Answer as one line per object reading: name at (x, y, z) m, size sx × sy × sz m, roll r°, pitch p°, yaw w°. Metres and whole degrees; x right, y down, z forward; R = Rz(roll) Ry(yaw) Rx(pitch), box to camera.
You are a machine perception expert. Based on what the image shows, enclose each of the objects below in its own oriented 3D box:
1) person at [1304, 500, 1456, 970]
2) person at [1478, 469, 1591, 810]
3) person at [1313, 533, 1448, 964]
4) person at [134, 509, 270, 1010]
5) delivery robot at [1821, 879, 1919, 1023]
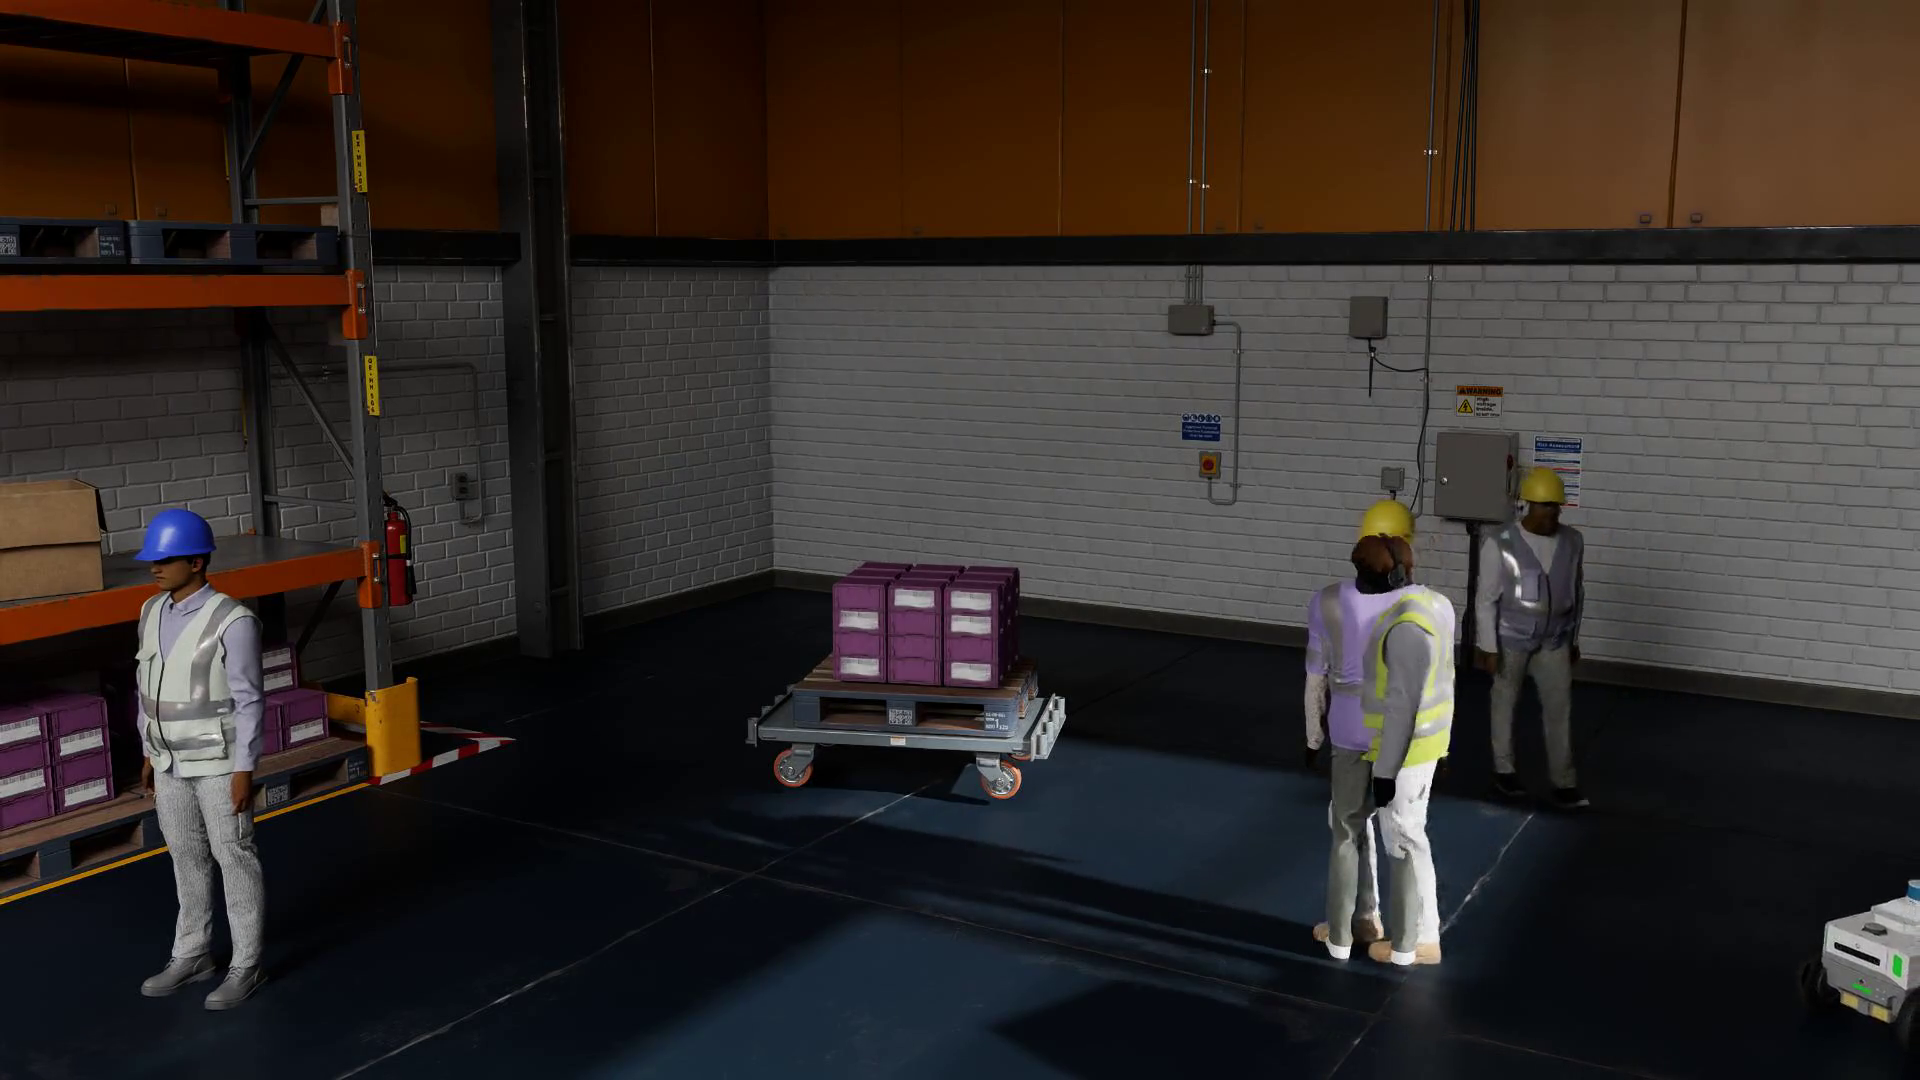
person at (1.714, 0.792, 6.831) m, size 0.594 × 1.924 × 0.384 m, roll 3°, pitch 10°, yaw 18°
person at (3.071, 0.538, 8.789) m, size 0.621 × 1.802 × 0.820 m, roll -1°, pitch 9°, yaw -5°
person at (1.710, 0.852, 6.822) m, size 0.637 × 1.807 × 0.686 m, roll 1°, pitch 9°, yaw 5°
person at (-2.956, 0.841, 6.463) m, size 0.601 × 1.948 × 0.386 m, roll 4°, pitch 10°, yaw 23°
delivery robot at (3.602, 1.522, 6.254) m, size 0.707 × 0.478 × 0.477 m, roll -4°, pitch 10°, yaw -26°
